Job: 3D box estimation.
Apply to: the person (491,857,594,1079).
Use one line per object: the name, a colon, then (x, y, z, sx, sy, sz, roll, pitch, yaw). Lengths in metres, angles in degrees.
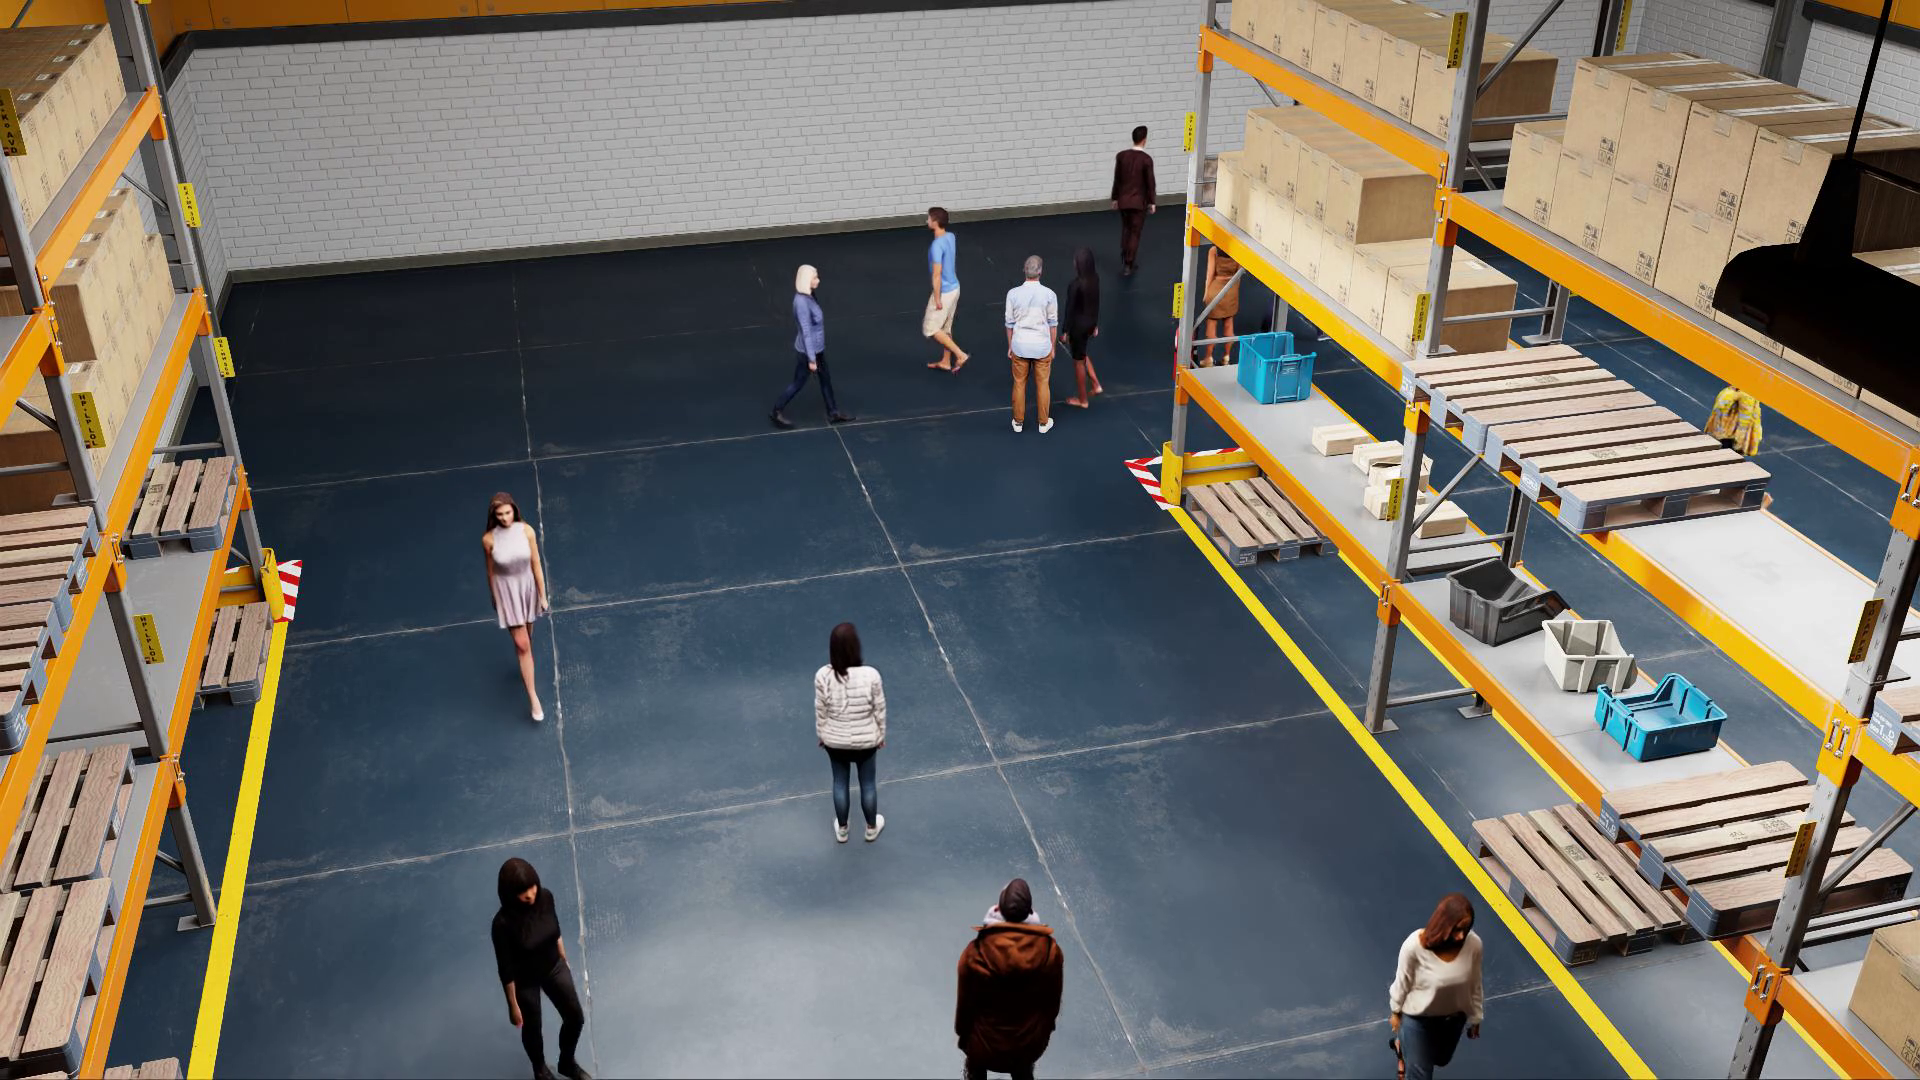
person: (-2.335, 2.320, 8.955, 0.736, 1.629, 0.711, 22, 36, 35)

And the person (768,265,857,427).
person: (-1.607, -1.907, 16.615, 0.960, 1.715, 1.151, 1, 29, 1)

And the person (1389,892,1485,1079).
person: (2.456, 2.433, 8.713, 0.720, 1.662, 0.973, -4, 29, -7)

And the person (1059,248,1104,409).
person: (1.328, -2.137, 17.042, 0.823, 1.710, 0.765, 18, 33, 30)

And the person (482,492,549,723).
person: (-3.291, 0.408, 12.368, 0.652, 1.718, 1.142, -11, 30, -19)

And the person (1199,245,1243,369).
person: (2.838, -2.660, 18.023, 0.567, 1.688, 0.489, -10, 30, -18)

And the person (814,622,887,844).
person: (-0.710, 1.272, 10.870, 0.677, 1.636, 0.652, 1, 29, 2)

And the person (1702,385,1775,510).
person: (6.980, -0.898, 14.851, 1.089, 1.631, 1.069, 11, 30, 19)

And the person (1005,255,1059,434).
person: (0.717, -1.944, 16.564, 0.757, 1.828, 0.719, 4, 29, 7)

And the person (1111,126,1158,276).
person: (2.118, -4.180, 20.645, 0.873, 1.845, 0.932, 15, 32, 25)

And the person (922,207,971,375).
person: (-0.091, -2.646, 17.829, 0.946, 1.849, 0.900, 12, 31, 21)

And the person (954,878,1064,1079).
person: (0.249, 2.513, 8.394, 0.736, 1.827, 0.795, -5, 29, -9)
